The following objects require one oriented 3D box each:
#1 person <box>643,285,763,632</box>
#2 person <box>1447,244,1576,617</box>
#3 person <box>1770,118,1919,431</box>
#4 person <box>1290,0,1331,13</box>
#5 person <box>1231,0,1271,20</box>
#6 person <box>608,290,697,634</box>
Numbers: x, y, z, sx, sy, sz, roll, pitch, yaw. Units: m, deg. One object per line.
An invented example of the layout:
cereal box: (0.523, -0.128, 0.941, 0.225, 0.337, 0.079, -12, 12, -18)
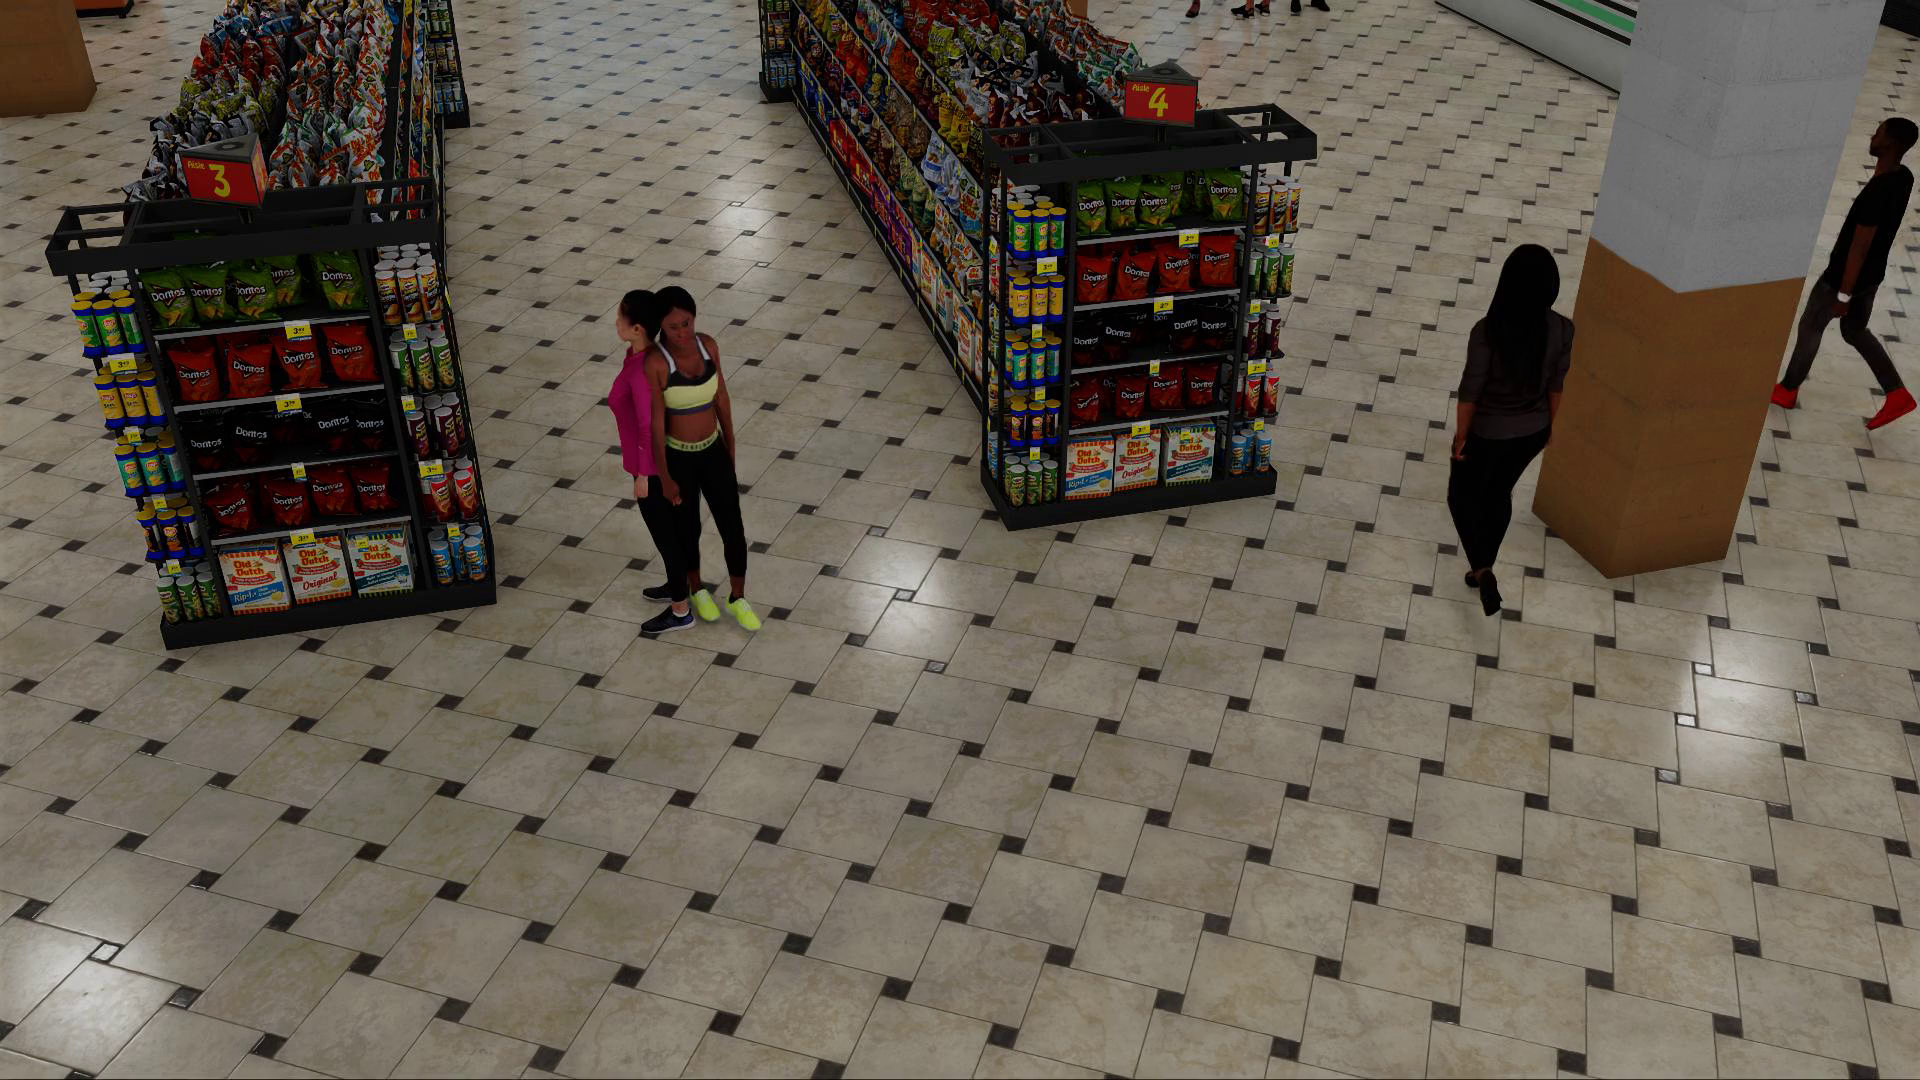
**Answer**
person: (-1.249, -0.382, 7.656, 0.702, 1.736, 0.802, -24, 39, -33)
person: (2.526, -0.424, 7.643, 0.765, 1.821, 0.981, -2, 32, -3)
person: (5.116, -1.445, 9.326, 1.000, 1.776, 1.242, -25, 40, -34)
person: (3.760, -6.524, 17.367, 0.694, 1.905, 0.584, -6, 32, -10)
person: (3.114, -6.348, 17.125, 0.736, 1.862, 0.661, -16, 35, -24)
person: (-1.398, -0.360, 7.655, 0.674, 1.699, 0.555, -3, 32, -5)
